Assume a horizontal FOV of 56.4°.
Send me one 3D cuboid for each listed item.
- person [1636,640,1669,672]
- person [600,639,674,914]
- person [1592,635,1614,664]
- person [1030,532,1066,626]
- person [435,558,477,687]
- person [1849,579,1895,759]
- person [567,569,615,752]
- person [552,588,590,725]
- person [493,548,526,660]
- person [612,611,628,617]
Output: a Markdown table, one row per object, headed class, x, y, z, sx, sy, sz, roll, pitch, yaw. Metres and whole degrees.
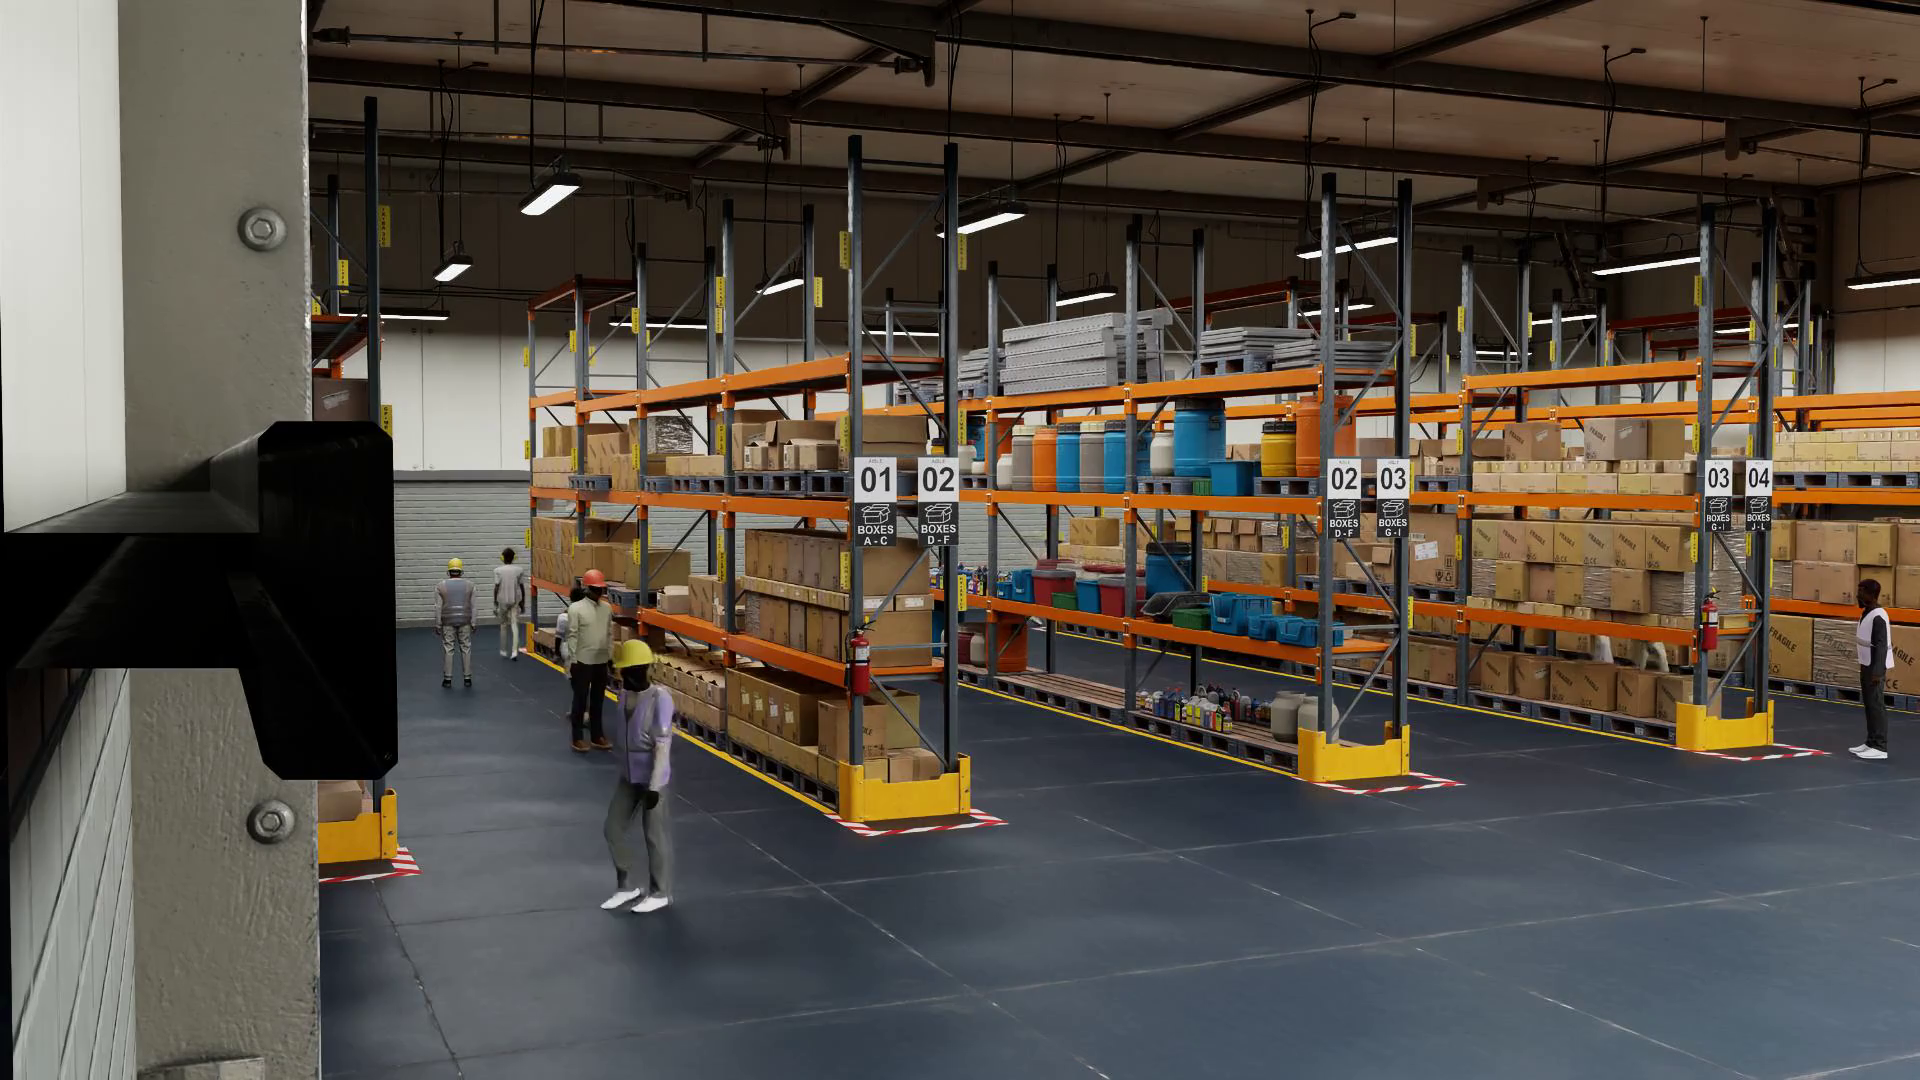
| class | x | y | z | sx | sy | sz | roll | pitch | yaw |
| --- | --- | --- | --- | --- | --- | --- | --- | --- | --- |
| person | 8.812 | 1.280 | 22.937 | 0.504 | 1.837 | 0.914 | -1 | 2 | -21 |
| person | -2.250 | 1.645 | 12.412 | 0.587 | 1.908 | 0.578 | 2 | 3 | 40 |
| person | 9.360 | 1.166 | 25.775 | 0.587 | 1.835 | 0.956 | -1 | 2 | -25 |
| person | 1.835 | 0.767 | 35.545 | 0.950 | 1.890 | 0.597 | -1 | 2 | -19 |
| person | -7.209 | 1.173 | 25.617 | 0.591 | 1.833 | 0.403 | -1 | 2 | -24 |
| person | 9.818 | 1.376 | 19.253 | 0.372 | 1.915 | 0.596 | 1 | 2 | 15 |
| person | -4.058 | 1.318 | 19.780 | 0.401 | 1.990 | 0.622 | 2 | 3 | 36 |
| person | -4.647 | 1.411 | 21.784 | 0.535 | 1.652 | 0.899 | -2 | 3 | -37 |
| person | -7.370 | 1.040 | 29.302 | 0.551 | 1.830 | 0.990 | -1 | 2 | -24 |
| person | -5.914 | 1.075 | 31.233 | 0.538 | 1.575 | 0.849 | -2 | 3 | -43 |
